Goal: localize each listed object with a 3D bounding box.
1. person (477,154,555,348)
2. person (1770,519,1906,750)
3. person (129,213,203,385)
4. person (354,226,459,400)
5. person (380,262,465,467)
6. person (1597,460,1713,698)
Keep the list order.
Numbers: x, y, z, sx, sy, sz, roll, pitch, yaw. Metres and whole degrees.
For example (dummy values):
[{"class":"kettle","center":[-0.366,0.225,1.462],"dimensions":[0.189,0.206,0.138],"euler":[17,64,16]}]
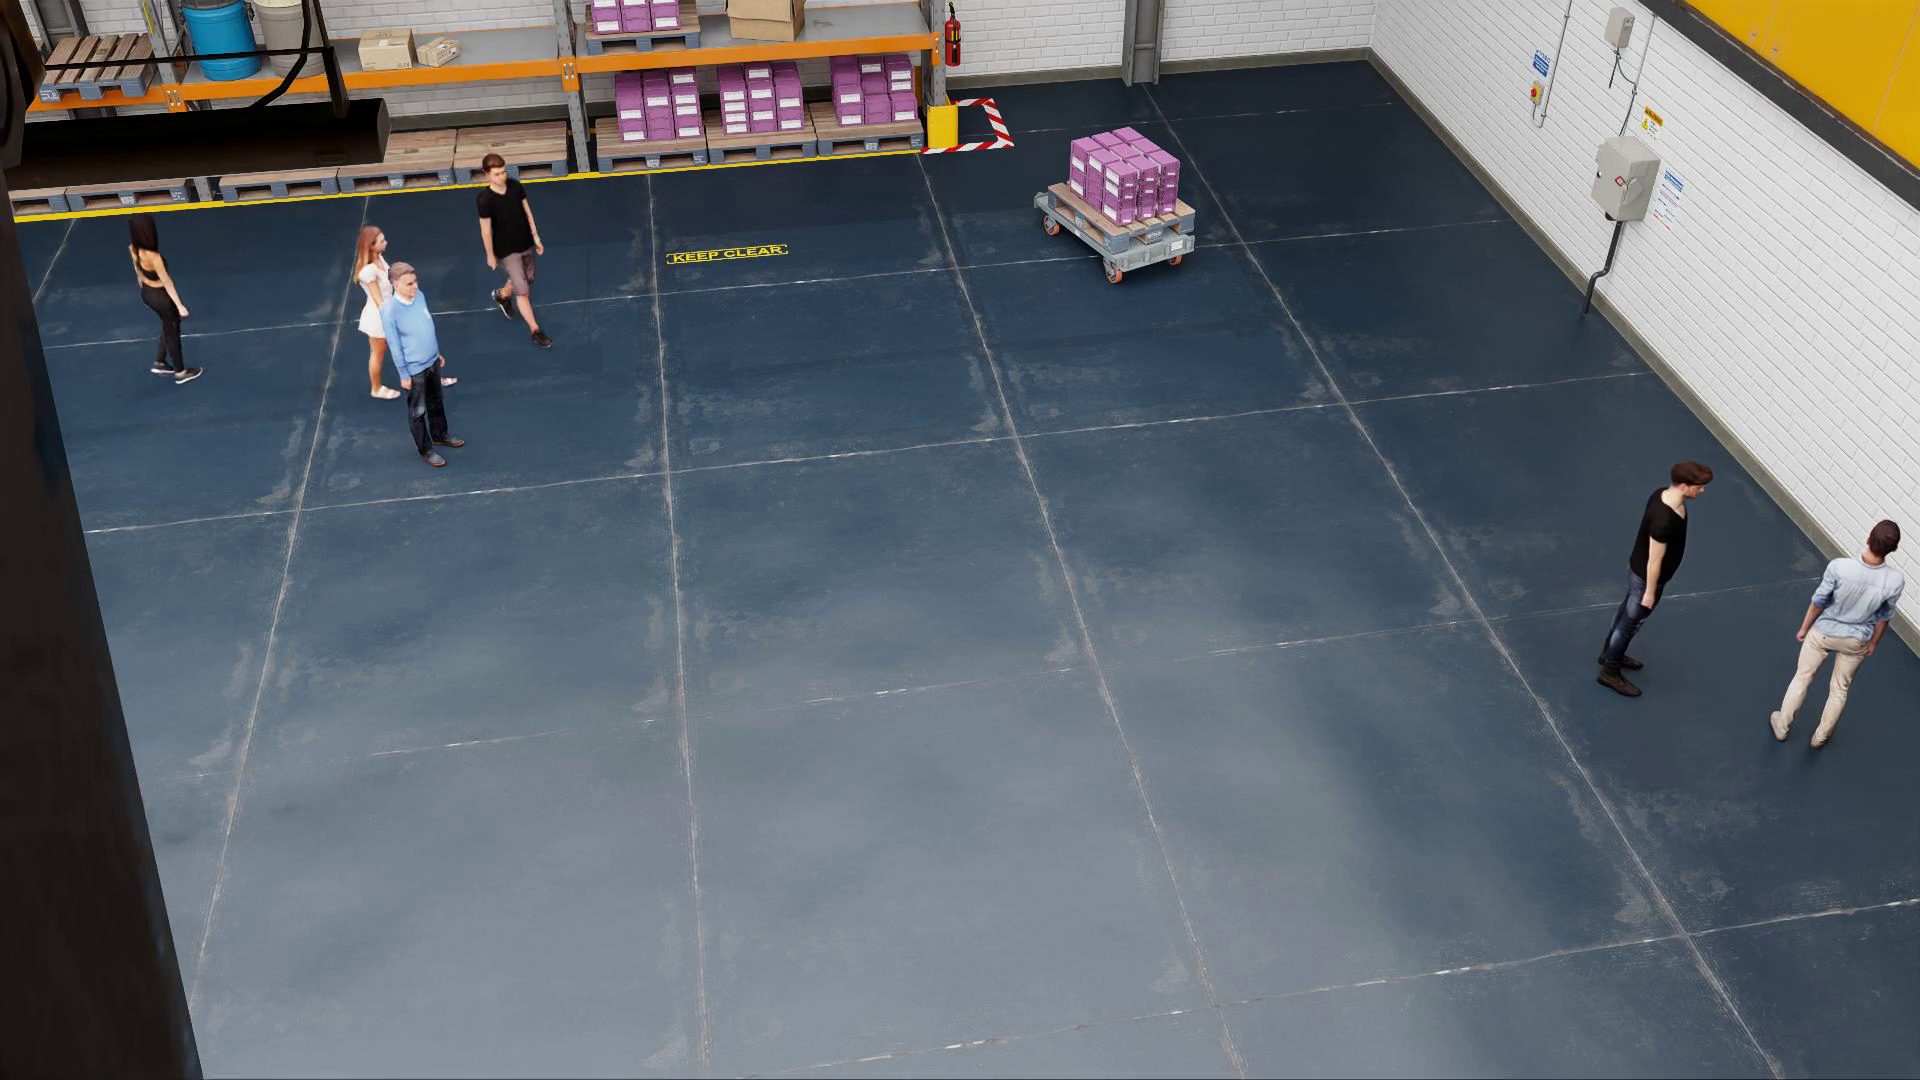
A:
[{"class":"person","center":[-4.136,-2.712,15.234],"dimensions":[1.181,1.840,1.159],"euler":[27,46,29]},{"class":"person","center":[5.845,0.628,11.046],"dimensions":[0.677,1.847,0.793],"euler":[15,41,18]},{"class":"person","center":[-7.092,-2.071,14.597],"dimensions":[0.745,1.632,0.805],"euler":[26,45,28]},{"class":"person","center":[-5.083,-1.928,14.398],"dimensions":[1.036,1.658,0.736],"euler":[3,39,4]},{"class":"person","center":[-4.478,-1.483,13.718],"dimensions":[0.756,1.810,0.745],"euler":[15,41,17]},{"class":"person","center":[4.760,0.226,11.512],"dimensions":[0.769,1.894,0.763],"euler":[14,41,17]}]
